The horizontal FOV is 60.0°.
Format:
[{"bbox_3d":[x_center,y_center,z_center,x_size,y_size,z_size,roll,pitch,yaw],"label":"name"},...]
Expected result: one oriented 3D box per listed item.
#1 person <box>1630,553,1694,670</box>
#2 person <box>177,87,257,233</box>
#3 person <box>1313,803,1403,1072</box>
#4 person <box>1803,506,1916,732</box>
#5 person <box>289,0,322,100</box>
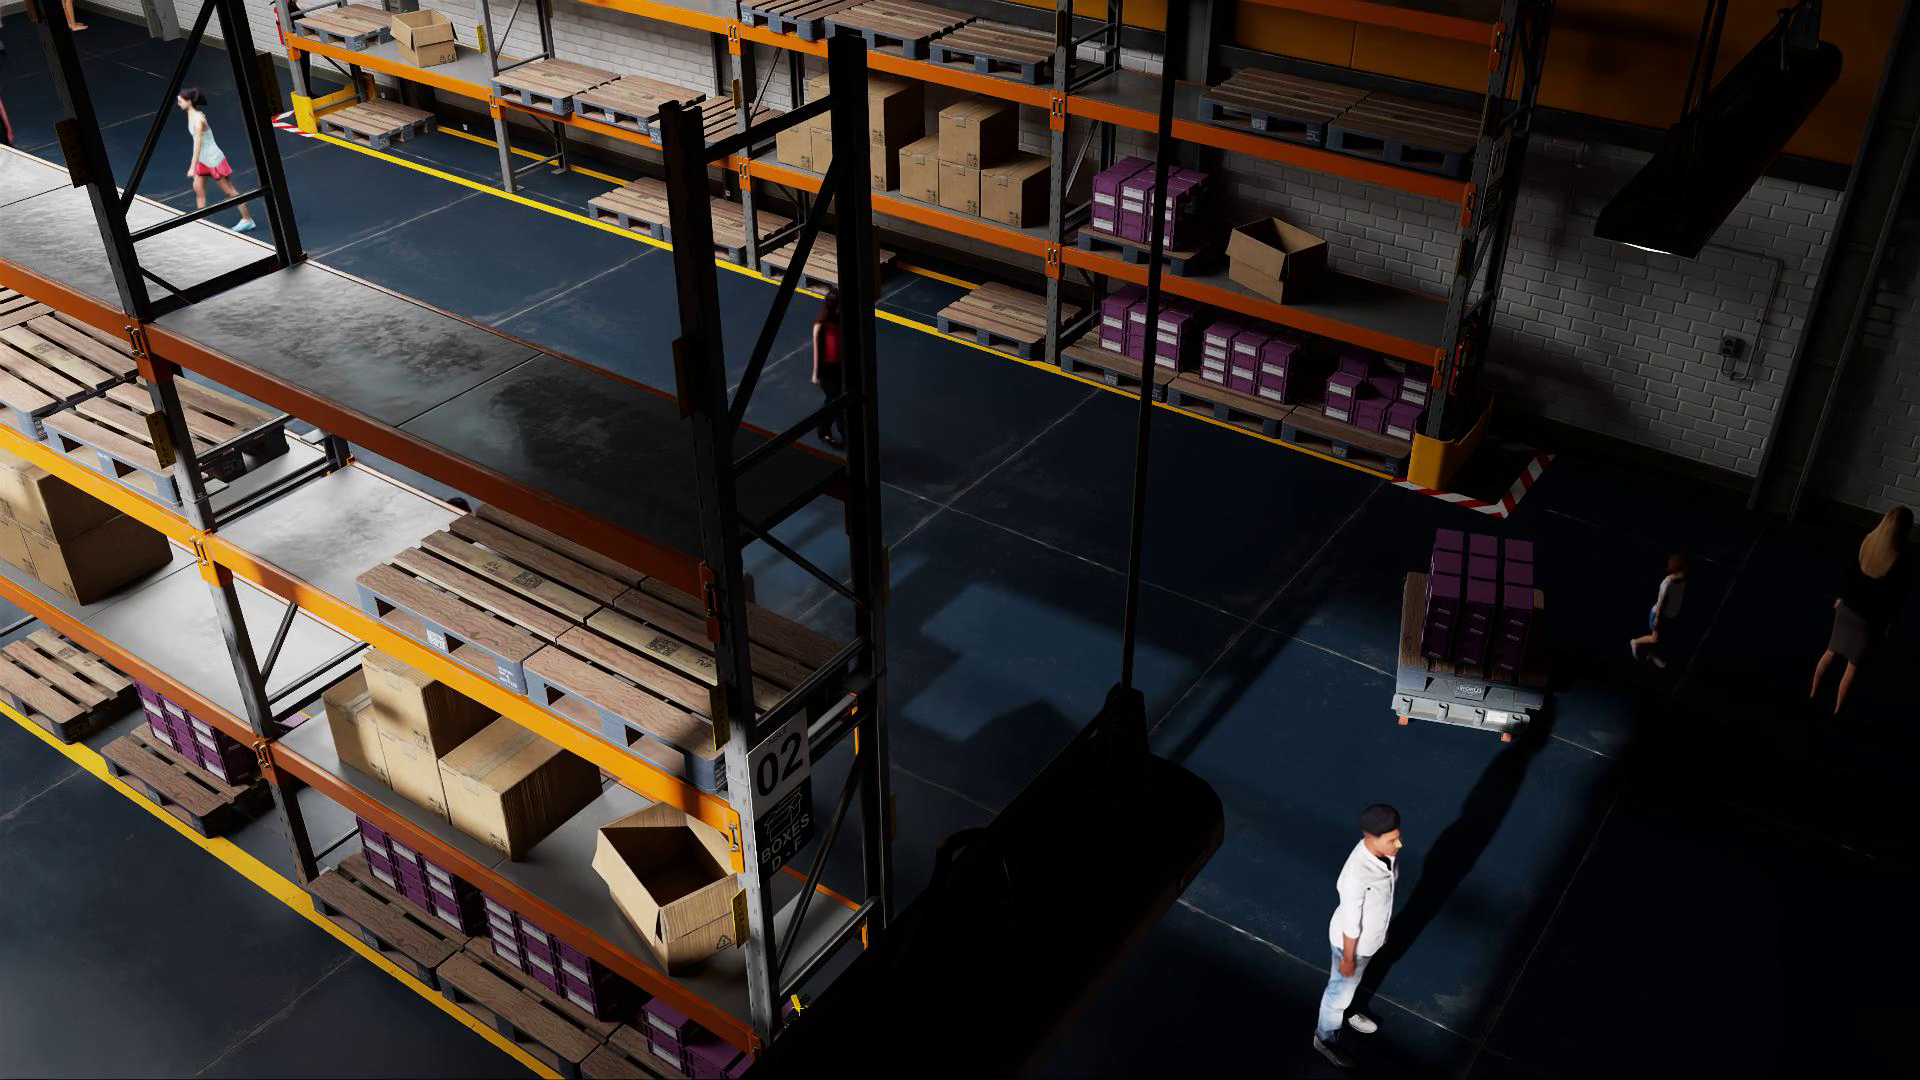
[{"bbox_3d":[5.280,0.514,12.539,0.506,1.015,0.580,-22,40,-30],"label":"person"},{"bbox_3d":[-8.551,-4.362,19.228,0.874,1.731,1.025,-20,39,-28],"label":"person"},{"bbox_3d":[2.242,2.173,9.322,0.557,1.815,0.636,20,39,27],"label":"person"},{"bbox_3d":[6.345,0.559,11.727,0.731,1.840,0.608,-19,38,-27],"label":"person"},{"bbox_3d":[-9.207,-6.886,23.108,0.668,1.640,0.645,1,34,1],"label":"person"}]
